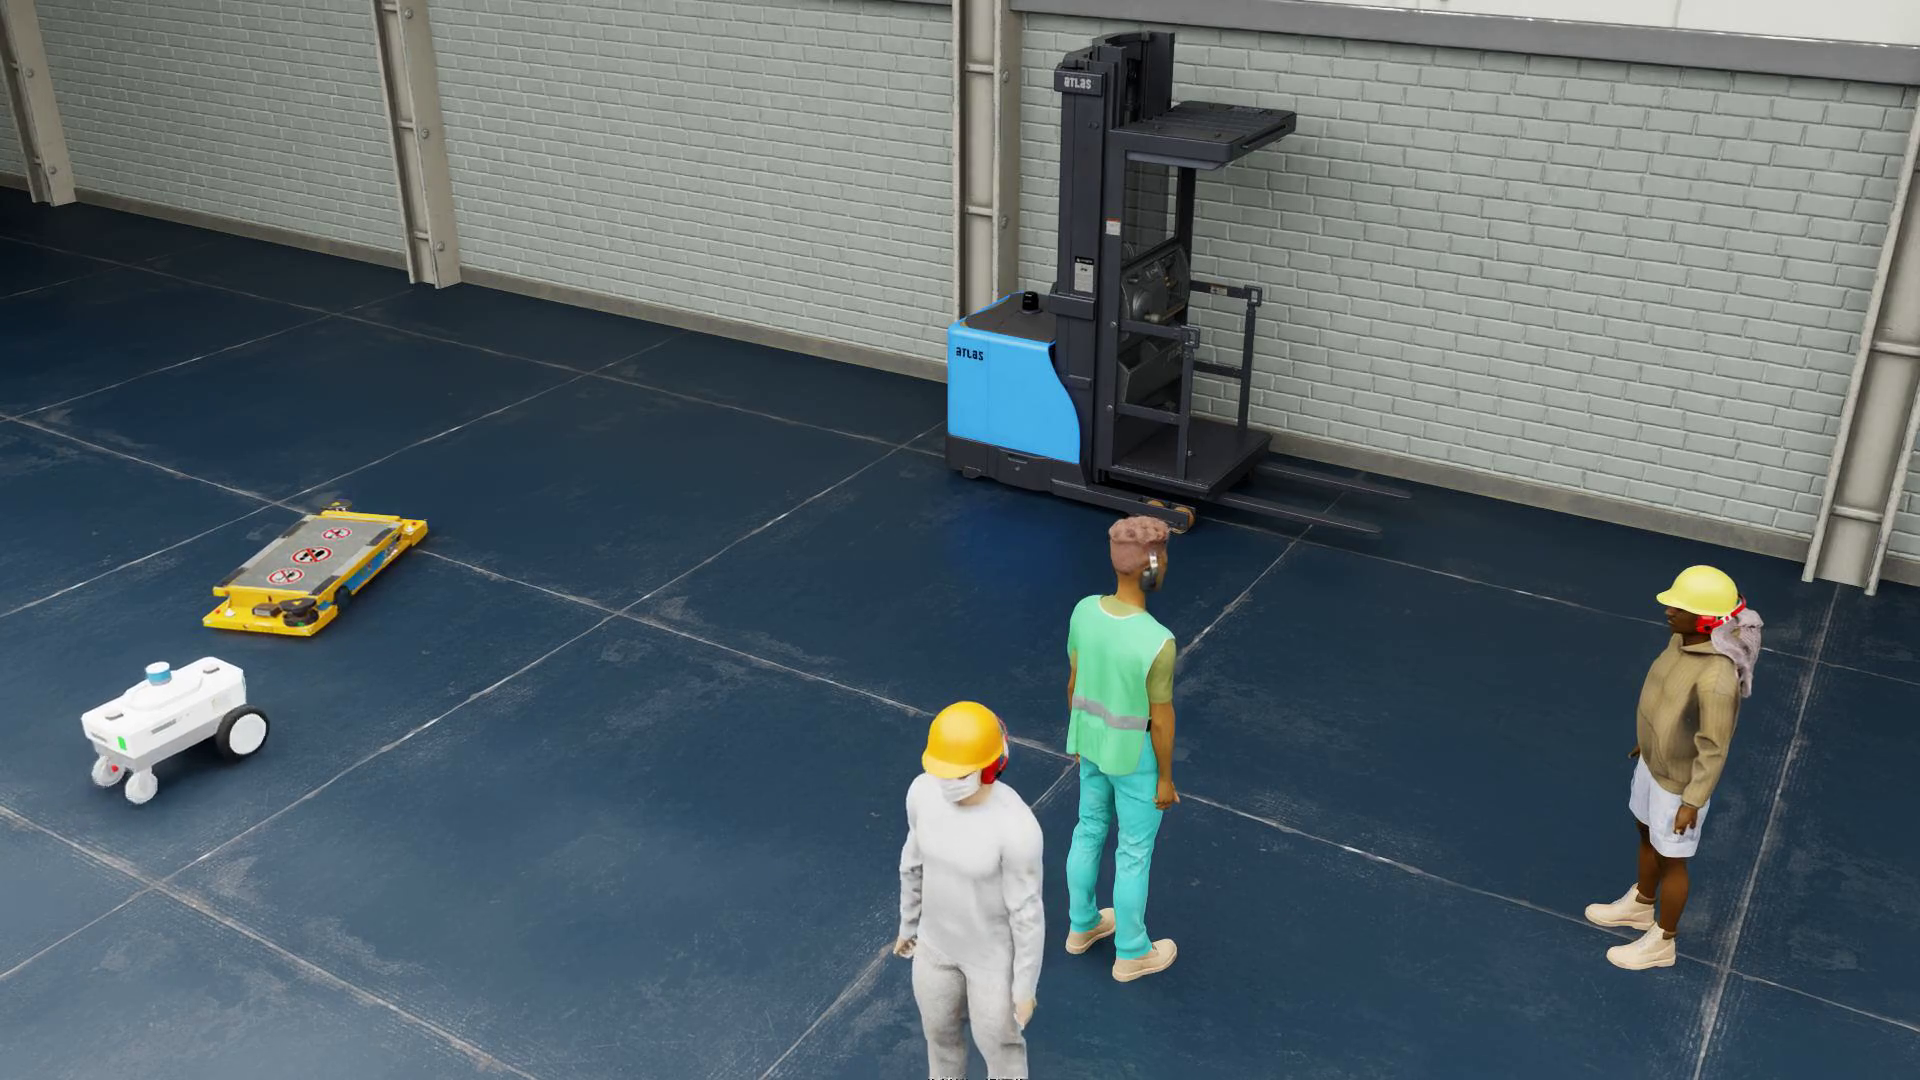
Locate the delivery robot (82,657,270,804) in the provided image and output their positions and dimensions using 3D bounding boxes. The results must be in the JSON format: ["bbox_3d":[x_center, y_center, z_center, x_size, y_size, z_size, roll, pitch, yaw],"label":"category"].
[{"bbox_3d":[-3.818,0.873,8.094,0.499,0.608,0.793,15,29,29],"label":"delivery robot"}]

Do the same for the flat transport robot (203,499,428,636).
[{"bbox_3d":[-3.818,0.153,9.934,0.659,0.231,1.431,4,26,9],"label":"flat transport robot"}]

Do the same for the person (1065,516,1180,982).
[{"bbox_3d":[0.624,0.832,6.501,0.386,1.977,0.489,-22,33,-38],"label":"person"}]

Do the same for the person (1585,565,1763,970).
[{"bbox_3d":[2.845,0.905,6.594,0.404,1.761,0.553,1,25,3],"label":"person"}]

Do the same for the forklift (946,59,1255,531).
[{"bbox_3d":[0.933,-1.707,10.833,1.873,2.768,1.129,15,29,28],"label":"forklift"}]

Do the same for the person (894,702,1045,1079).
[{"bbox_3d":[0.024,1.351,5.515,0.583,1.888,0.393,17,30,32],"label":"person"}]
